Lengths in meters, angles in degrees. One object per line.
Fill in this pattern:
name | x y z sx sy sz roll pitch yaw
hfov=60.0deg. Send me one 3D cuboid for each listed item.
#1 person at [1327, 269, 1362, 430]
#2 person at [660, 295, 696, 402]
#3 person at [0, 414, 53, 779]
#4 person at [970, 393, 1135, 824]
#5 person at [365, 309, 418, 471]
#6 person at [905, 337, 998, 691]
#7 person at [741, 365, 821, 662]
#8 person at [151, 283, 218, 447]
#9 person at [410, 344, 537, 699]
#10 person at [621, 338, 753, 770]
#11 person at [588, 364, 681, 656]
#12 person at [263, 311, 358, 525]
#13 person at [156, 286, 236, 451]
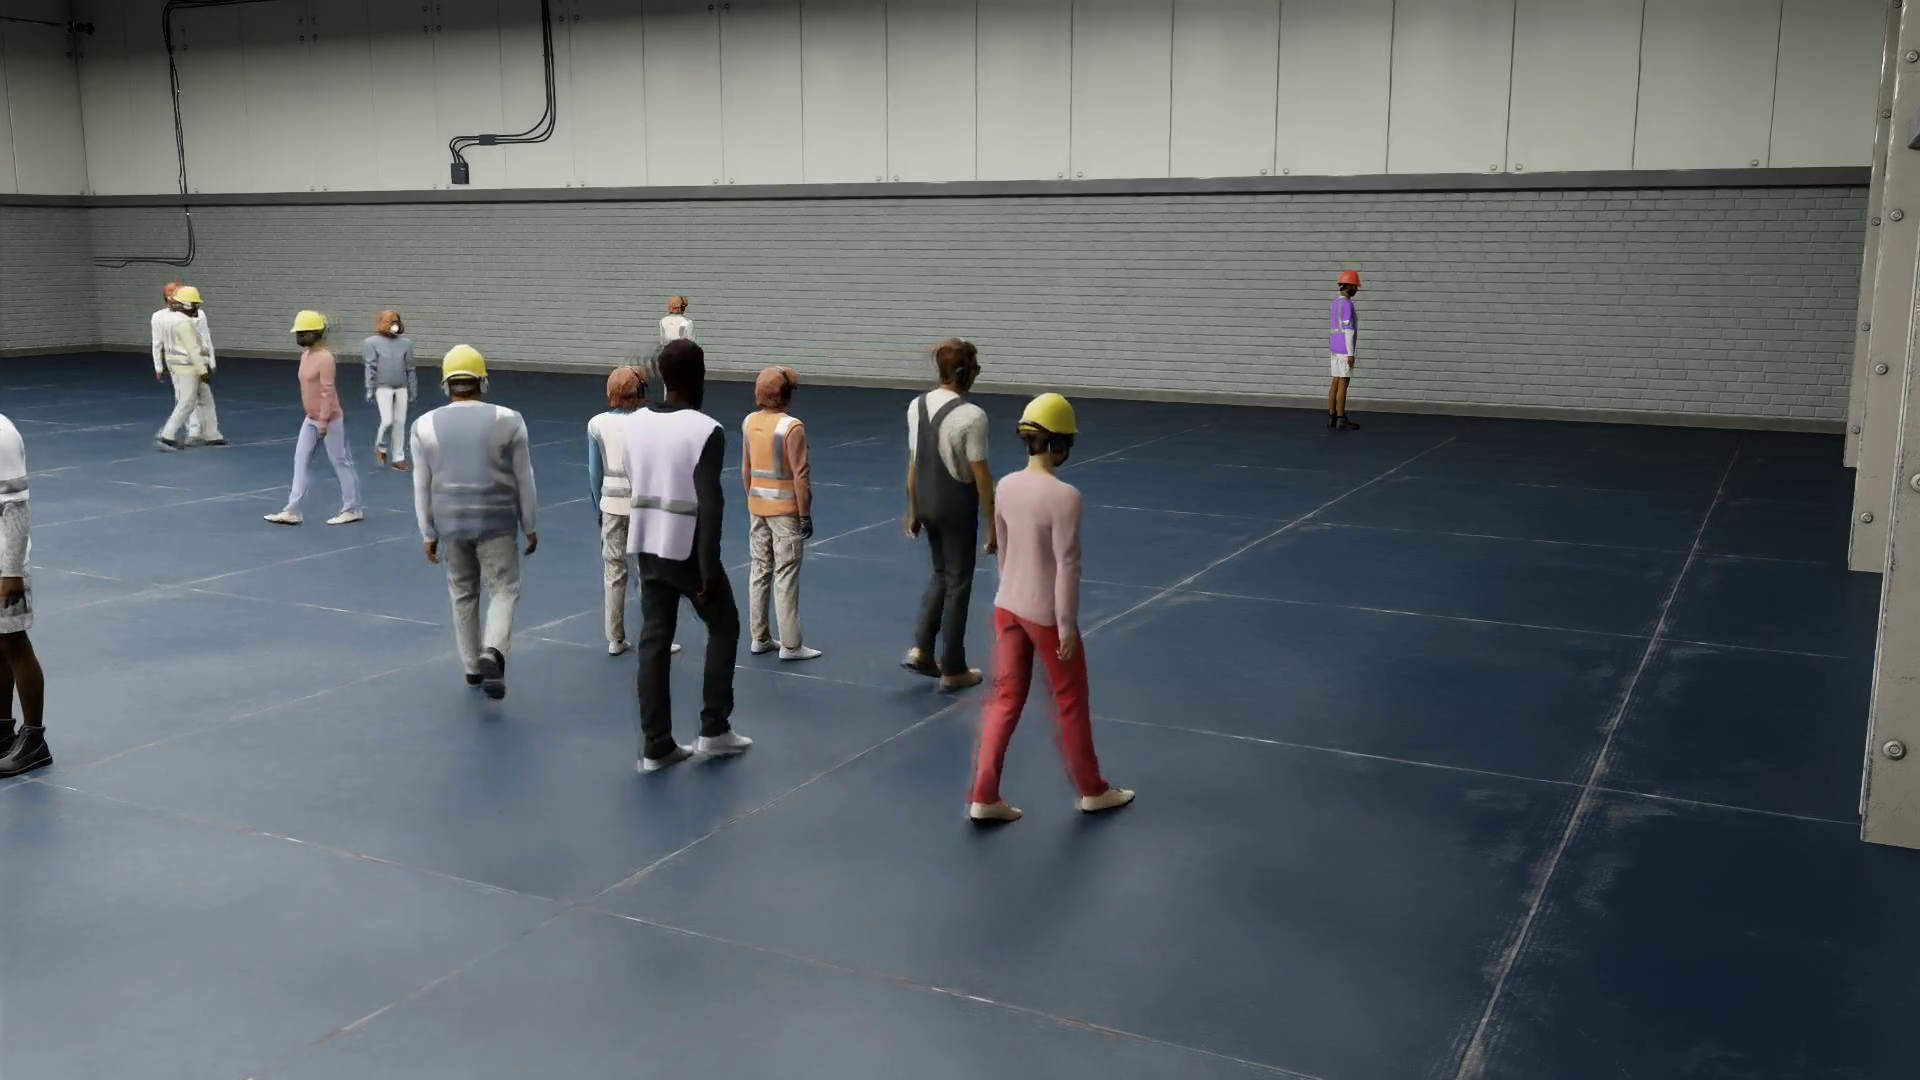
person | 4.684 -2.312 20.230 0.355 1.938 0.544 -1 10 -7
person | -3.407 -2.134 20.105 0.508 1.629 0.317 5 12 26
person | -4.251 0.073 7.227 0.545 1.939 0.374 8 13 36
person | 0.339 0.286 6.644 0.752 1.736 0.544 -8 13 -37
person | -5.660 -1.491 16.598 0.355 1.619 0.528 10 14 43
person | -0.035 -0.120 8.550 0.549 1.836 0.387 10 14 43
person | -1.010 -0.144 9.231 0.522 1.637 0.306 10 14 43
person | -8.767 -1.994 18.818 0.633 1.838 0.974 -3 11 -17
person | -2.451 -0.074 8.401 0.597 1.809 0.697 -1 10 -5
person | -1.214 0.057 7.419 0.594 1.896 0.667 6 12 29
person | -1.817 -0.153 9.260 0.513 1.645 0.307 3 11 15
person | -5.256 -0.957 13.367 0.547 1.733 0.800 10 14 43
person | -8.452 -1.859 18.199 0.802 1.806 0.588 -4 11 -22
